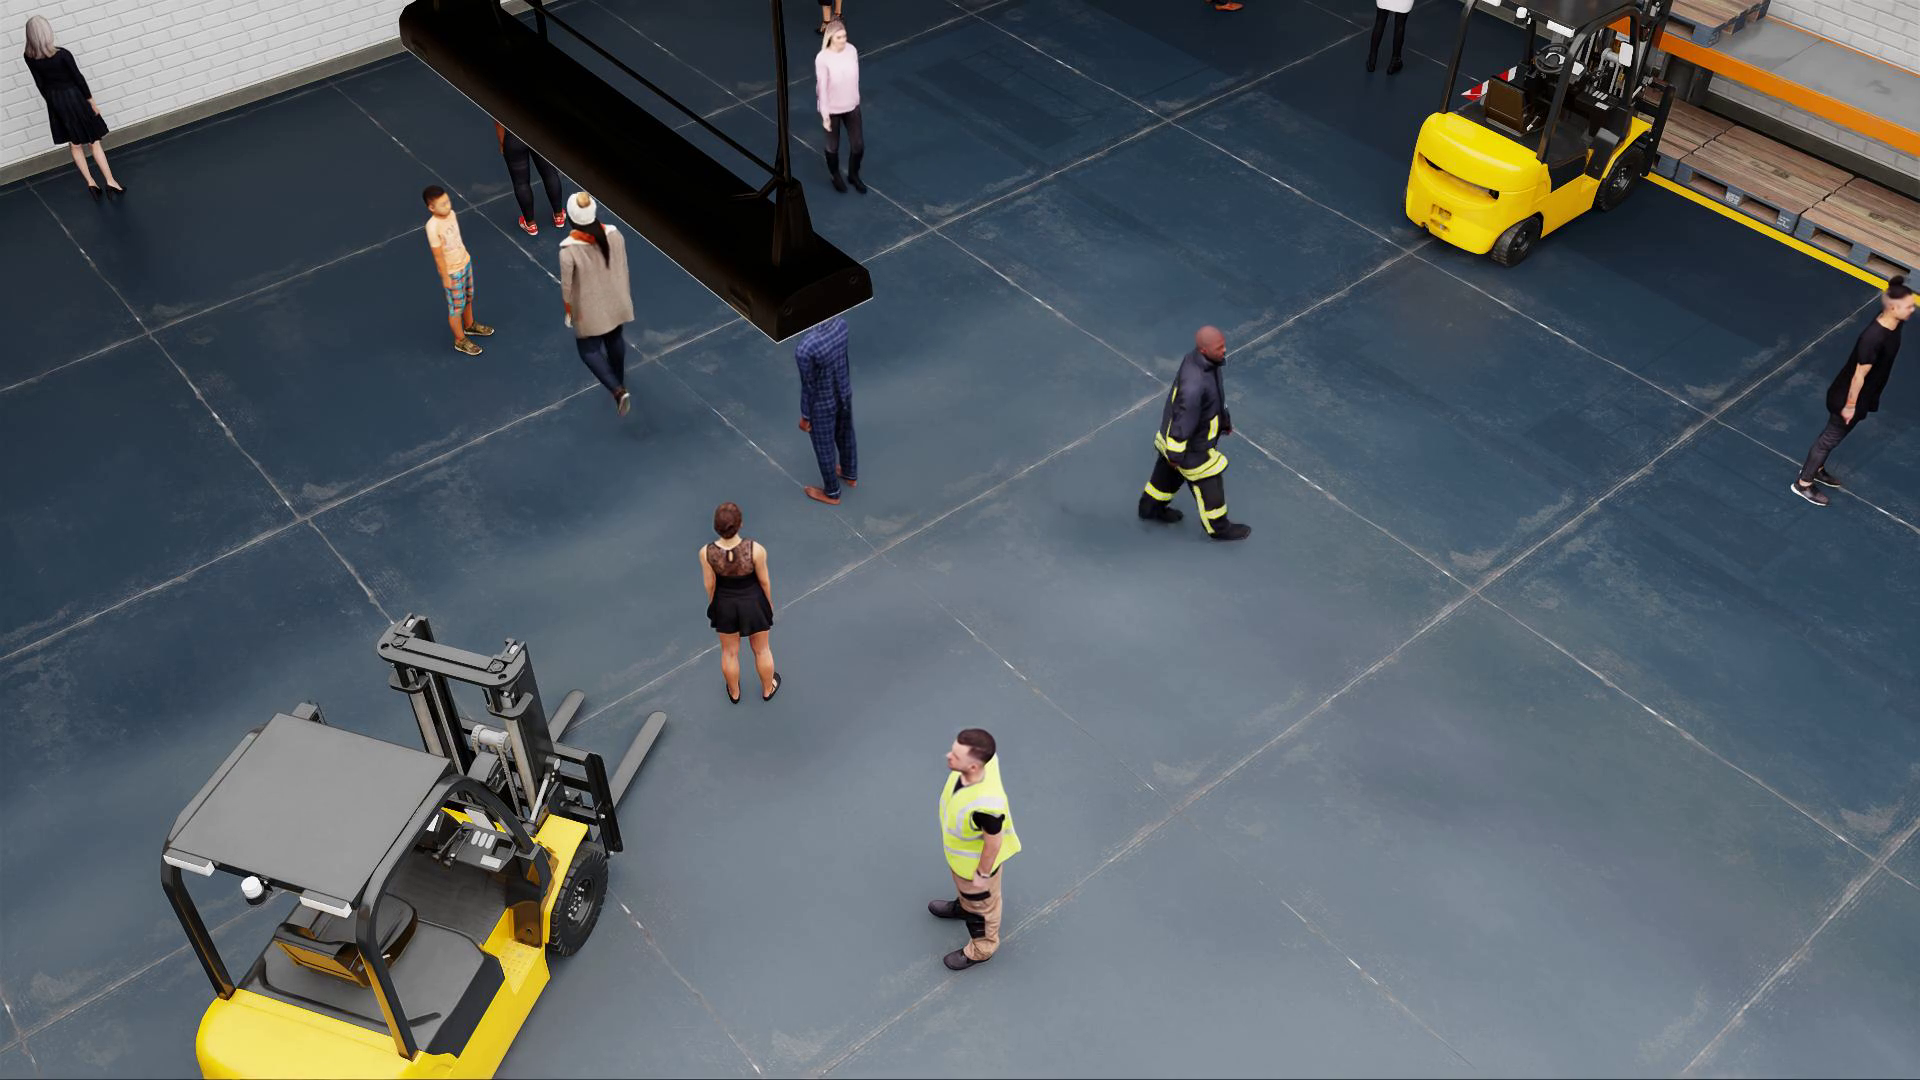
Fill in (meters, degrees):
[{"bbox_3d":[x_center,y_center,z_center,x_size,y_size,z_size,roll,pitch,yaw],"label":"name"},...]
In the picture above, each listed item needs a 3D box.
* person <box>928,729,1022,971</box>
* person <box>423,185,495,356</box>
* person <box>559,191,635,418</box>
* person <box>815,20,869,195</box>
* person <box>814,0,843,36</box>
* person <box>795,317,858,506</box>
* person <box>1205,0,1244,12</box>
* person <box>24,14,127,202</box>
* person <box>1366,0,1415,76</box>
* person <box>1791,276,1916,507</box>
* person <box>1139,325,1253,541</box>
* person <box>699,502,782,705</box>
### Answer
[{"bbox_3d":[0.069,1.636,8.998,0.902,1.847,0.825,-6,44,-7],"label":"person"},{"bbox_3d":[-4.048,-2.184,13.287,0.649,1.461,0.607,8,44,8],"label":"person"},{"bbox_3d":[-2.696,-1.763,12.543,0.709,1.879,0.926,-30,51,-28],"label":"person"},{"bbox_3d":[-1.129,-3.922,14.960,0.664,1.671,0.691,-21,47,-20],"label":"person"},{"bbox_3d":[-1.417,-6.106,17.117,0.613,1.858,0.661,25,49,24],"label":"person"},{"bbox_3d":[-0.933,-1.024,11.811,0.683,1.819,0.711,27,50,25],"label":"person"},{"bbox_3d":[2.830,-6.521,17.601,0.771,1.791,0.623,-14,45,-14],"label":"person"},{"bbox_3d":[-7.925,-3.850,14.830,0.703,1.746,0.744,-2,44,-2],"label":"person"},{"bbox_3d":[4.337,-5.510,16.527,0.622,1.808,0.747,16,46,16],"label":"person"},{"bbox_3d":[6.391,-1.086,11.841,0.646,1.868,0.723,29,51,27],"label":"person"},{"bbox_3d":[1.521,-0.770,11.568,1.209,1.786,1.094,9,44,10],"label":"person"},{"bbox_3d":[-1.382,0.404,10.416,0.679,1.675,0.723,-2,44,-2],"label":"person"}]
